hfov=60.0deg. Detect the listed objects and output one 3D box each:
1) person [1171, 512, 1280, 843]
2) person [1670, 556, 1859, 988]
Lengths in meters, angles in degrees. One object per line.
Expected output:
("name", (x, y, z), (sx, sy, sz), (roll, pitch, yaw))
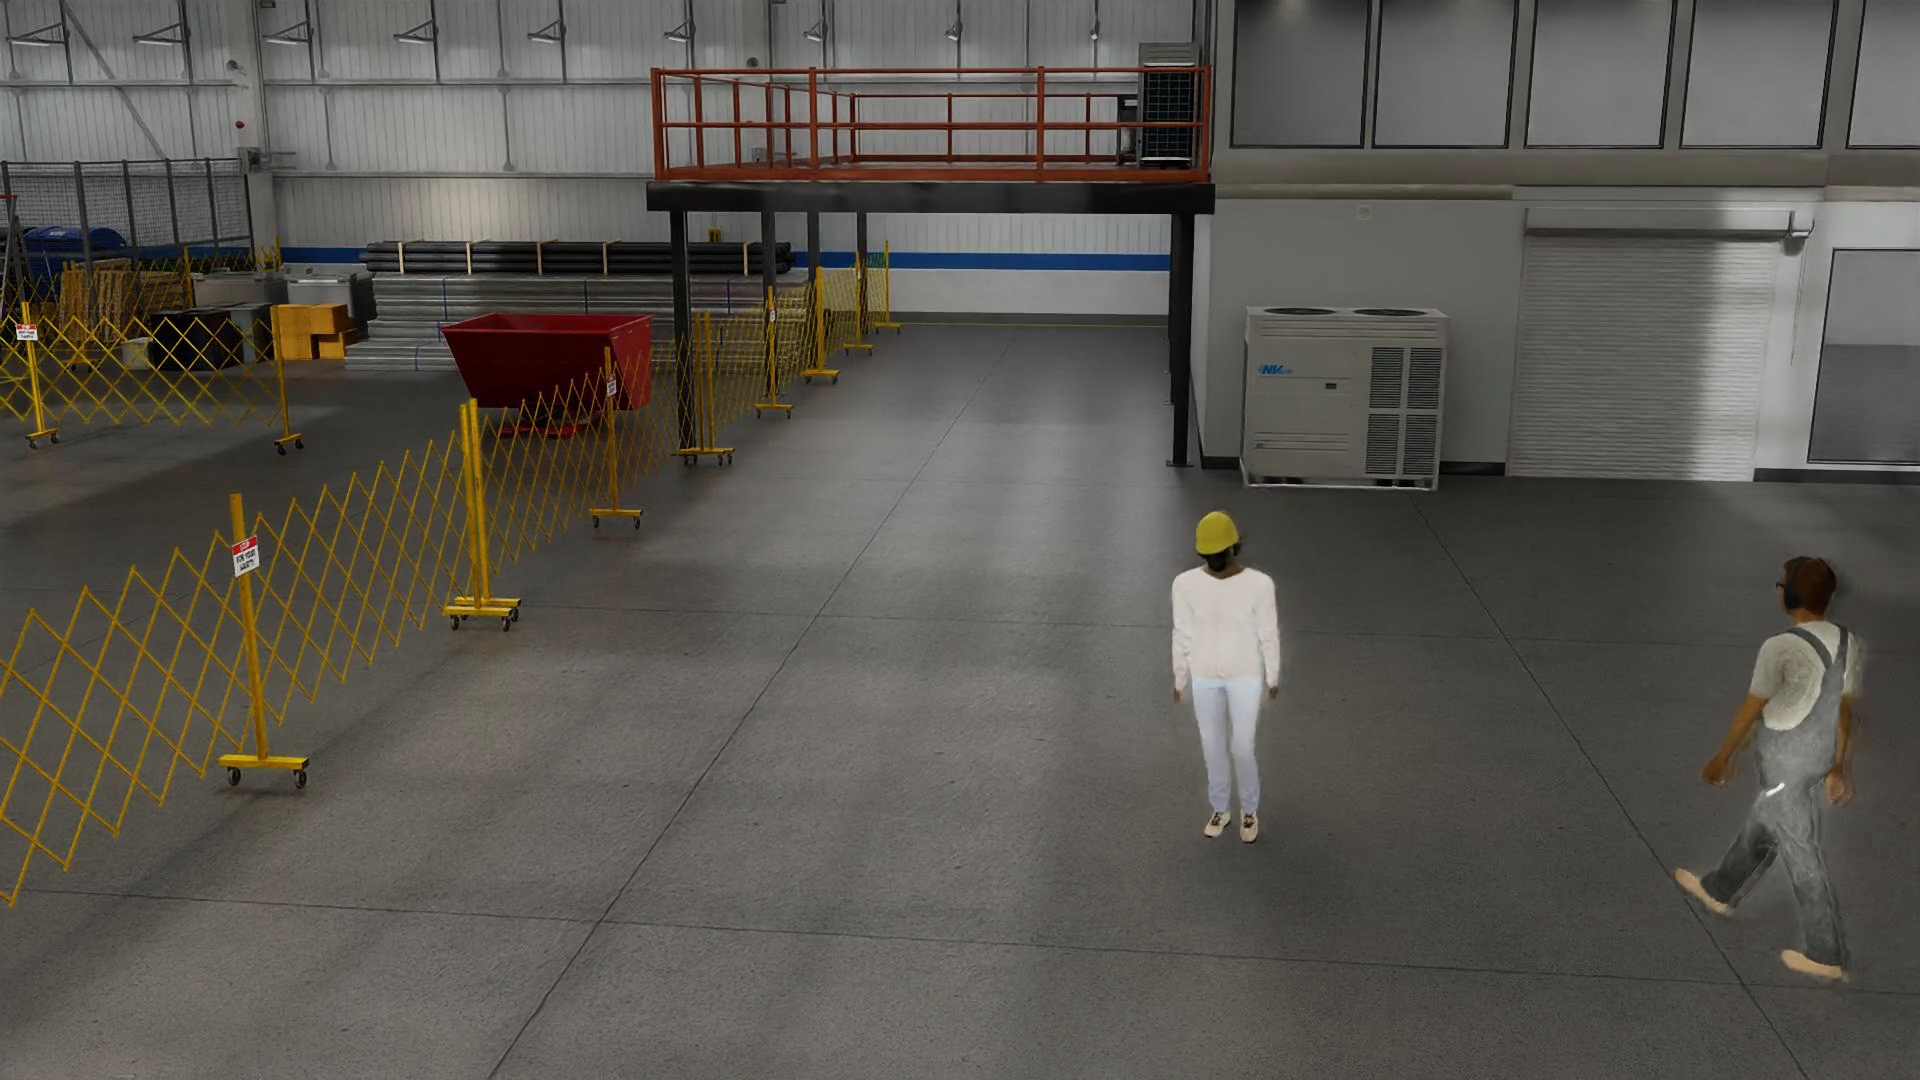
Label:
("person", (1.318, 0.691, 8.338), (0.532, 1.732, 0.487), (5, 15, 20))
("person", (3.553, 0.942, 7.205), (0.511, 1.794, 0.970), (-7, 16, -28))
